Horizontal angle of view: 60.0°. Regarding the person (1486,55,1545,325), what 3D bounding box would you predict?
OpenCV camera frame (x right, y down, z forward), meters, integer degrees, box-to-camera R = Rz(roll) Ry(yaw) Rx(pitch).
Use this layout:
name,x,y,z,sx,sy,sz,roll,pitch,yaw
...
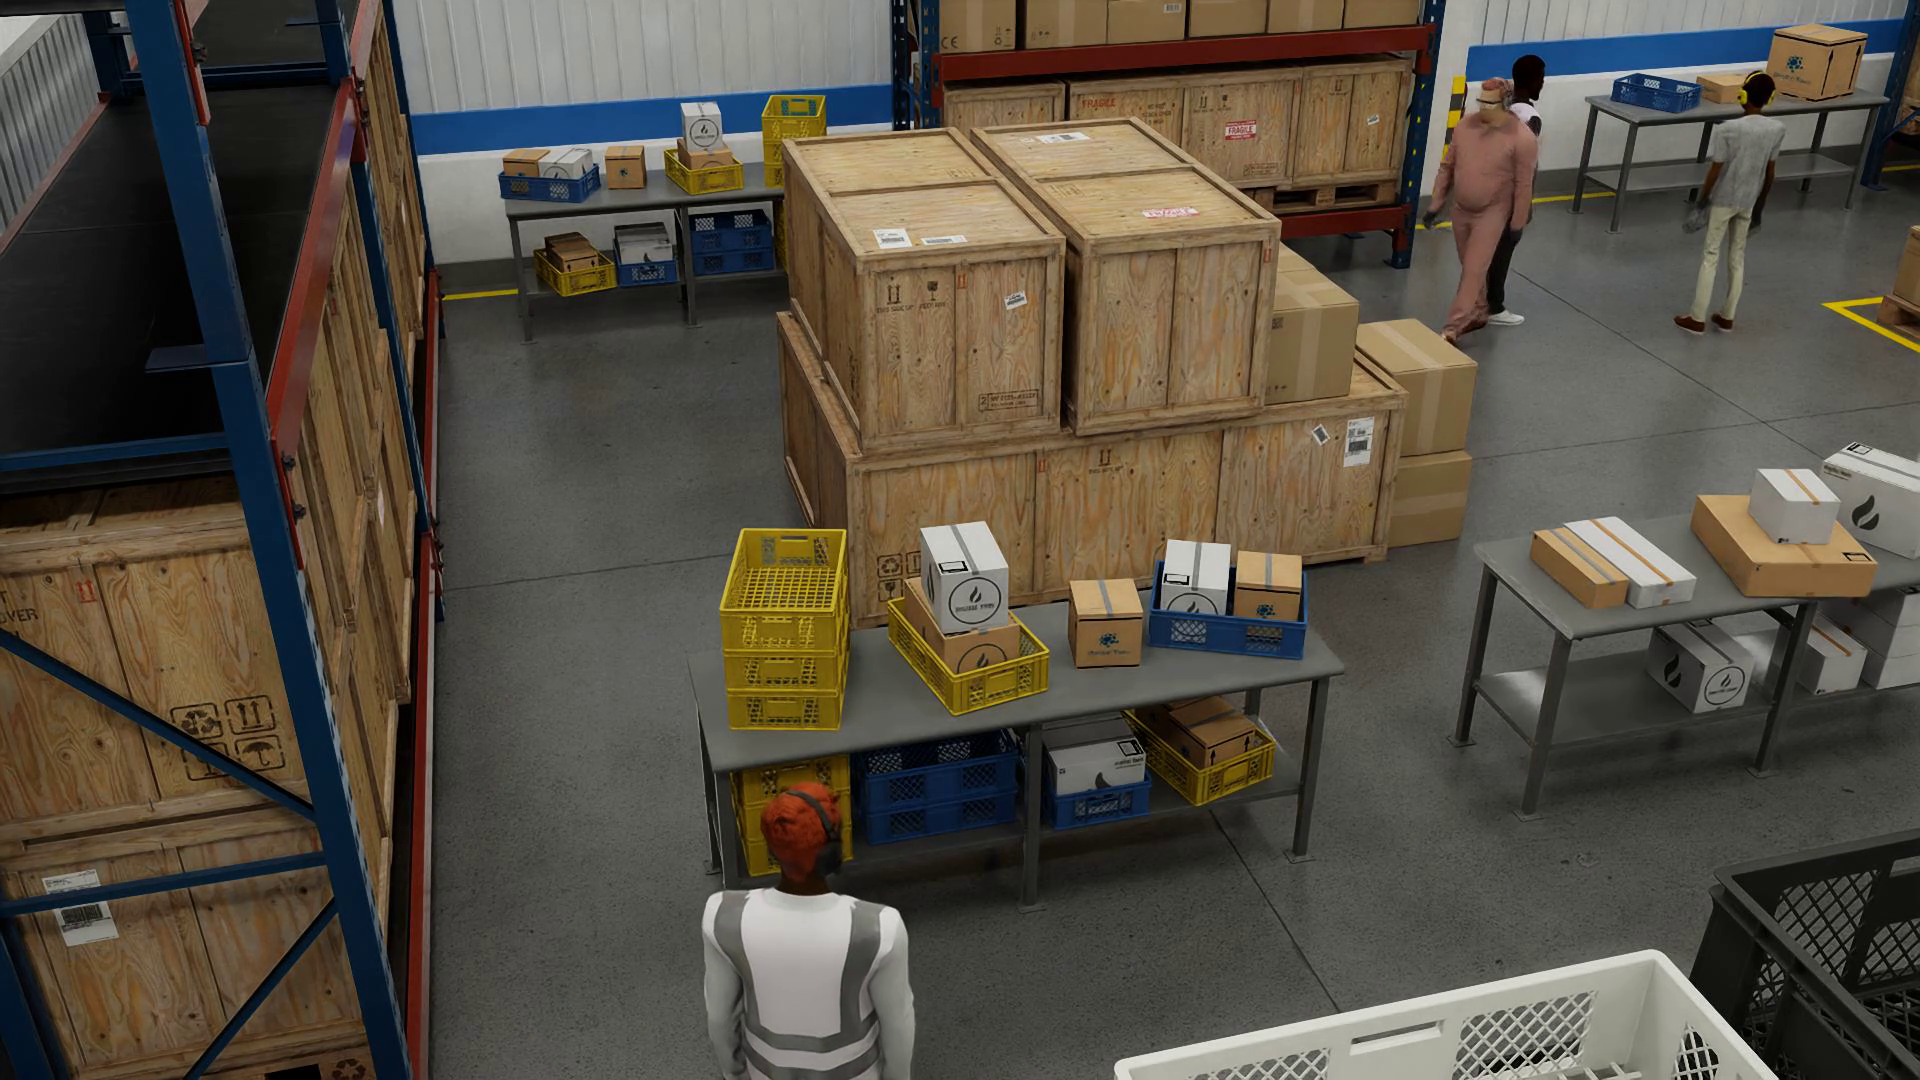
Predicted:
name,x,y,z,sx,sy,sz,roll,pitch,yaw
person,3.921,-2.509,11.947,0.388,1.920,0.593,-7,30,-13

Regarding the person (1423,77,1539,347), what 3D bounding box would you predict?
name,x,y,z,sx,sy,sz,roll,pitch,yaw
person,3.550,-2.260,11.548,0.863,1.870,0.663,-20,34,-31

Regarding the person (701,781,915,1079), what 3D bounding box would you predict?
name,x,y,z,sx,sy,sz,roll,pitch,yaw
person,-0.411,1.496,4.716,0.576,1.881,0.354,3,29,6

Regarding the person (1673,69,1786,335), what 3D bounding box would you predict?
name,x,y,z,sx,sy,sz,roll,pitch,yaw
person,5.443,-2.365,11.740,0.522,1.867,0.321,-3,29,-6
